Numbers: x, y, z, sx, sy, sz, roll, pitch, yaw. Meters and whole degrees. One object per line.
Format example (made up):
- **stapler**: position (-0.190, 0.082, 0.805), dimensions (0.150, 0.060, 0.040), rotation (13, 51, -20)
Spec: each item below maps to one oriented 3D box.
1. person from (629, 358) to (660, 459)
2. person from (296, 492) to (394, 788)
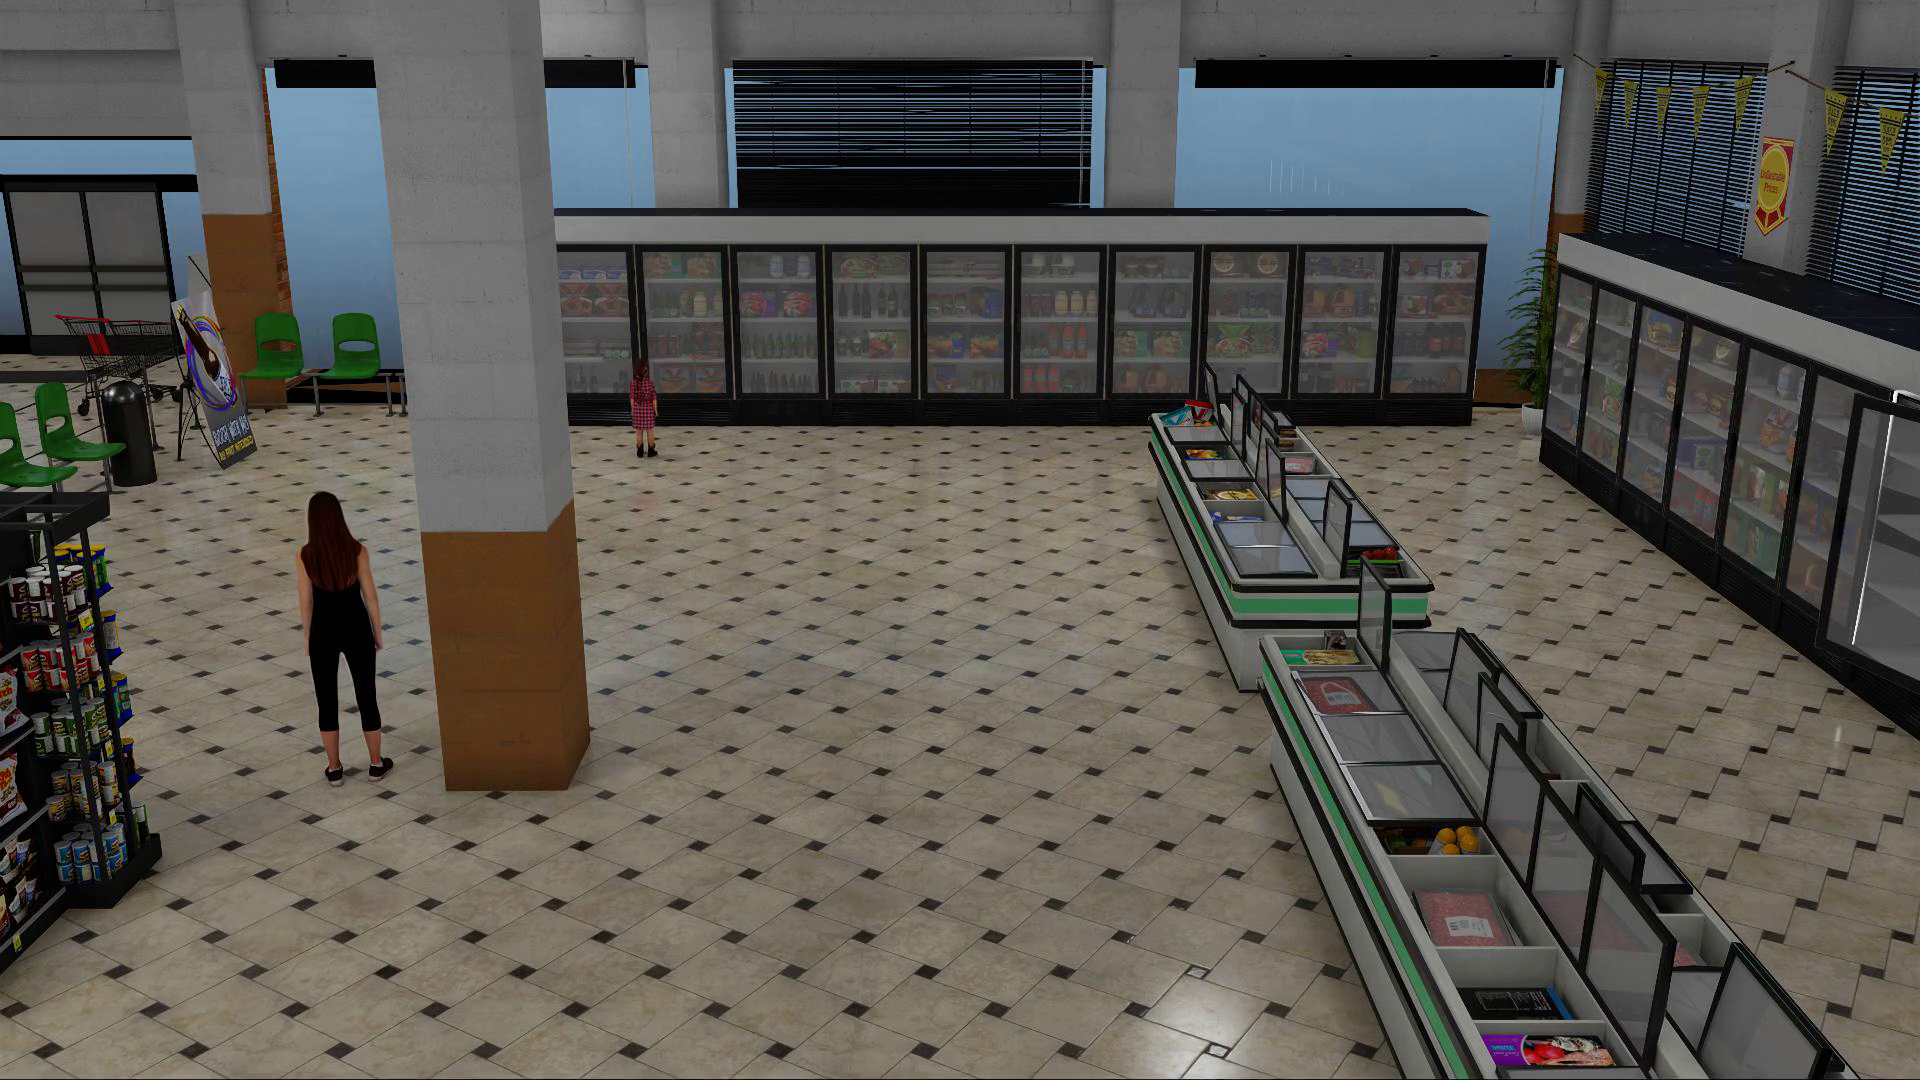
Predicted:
- **person**: position (-3.235, -1.351, 16.983), dimensions (0.434, 1.022, 0.441), rotation (-1, 17, -2)
- **person**: position (-3.535, 0.559, 9.482), dimensions (0.626, 1.726, 0.589), rotation (-5, 17, -15)
